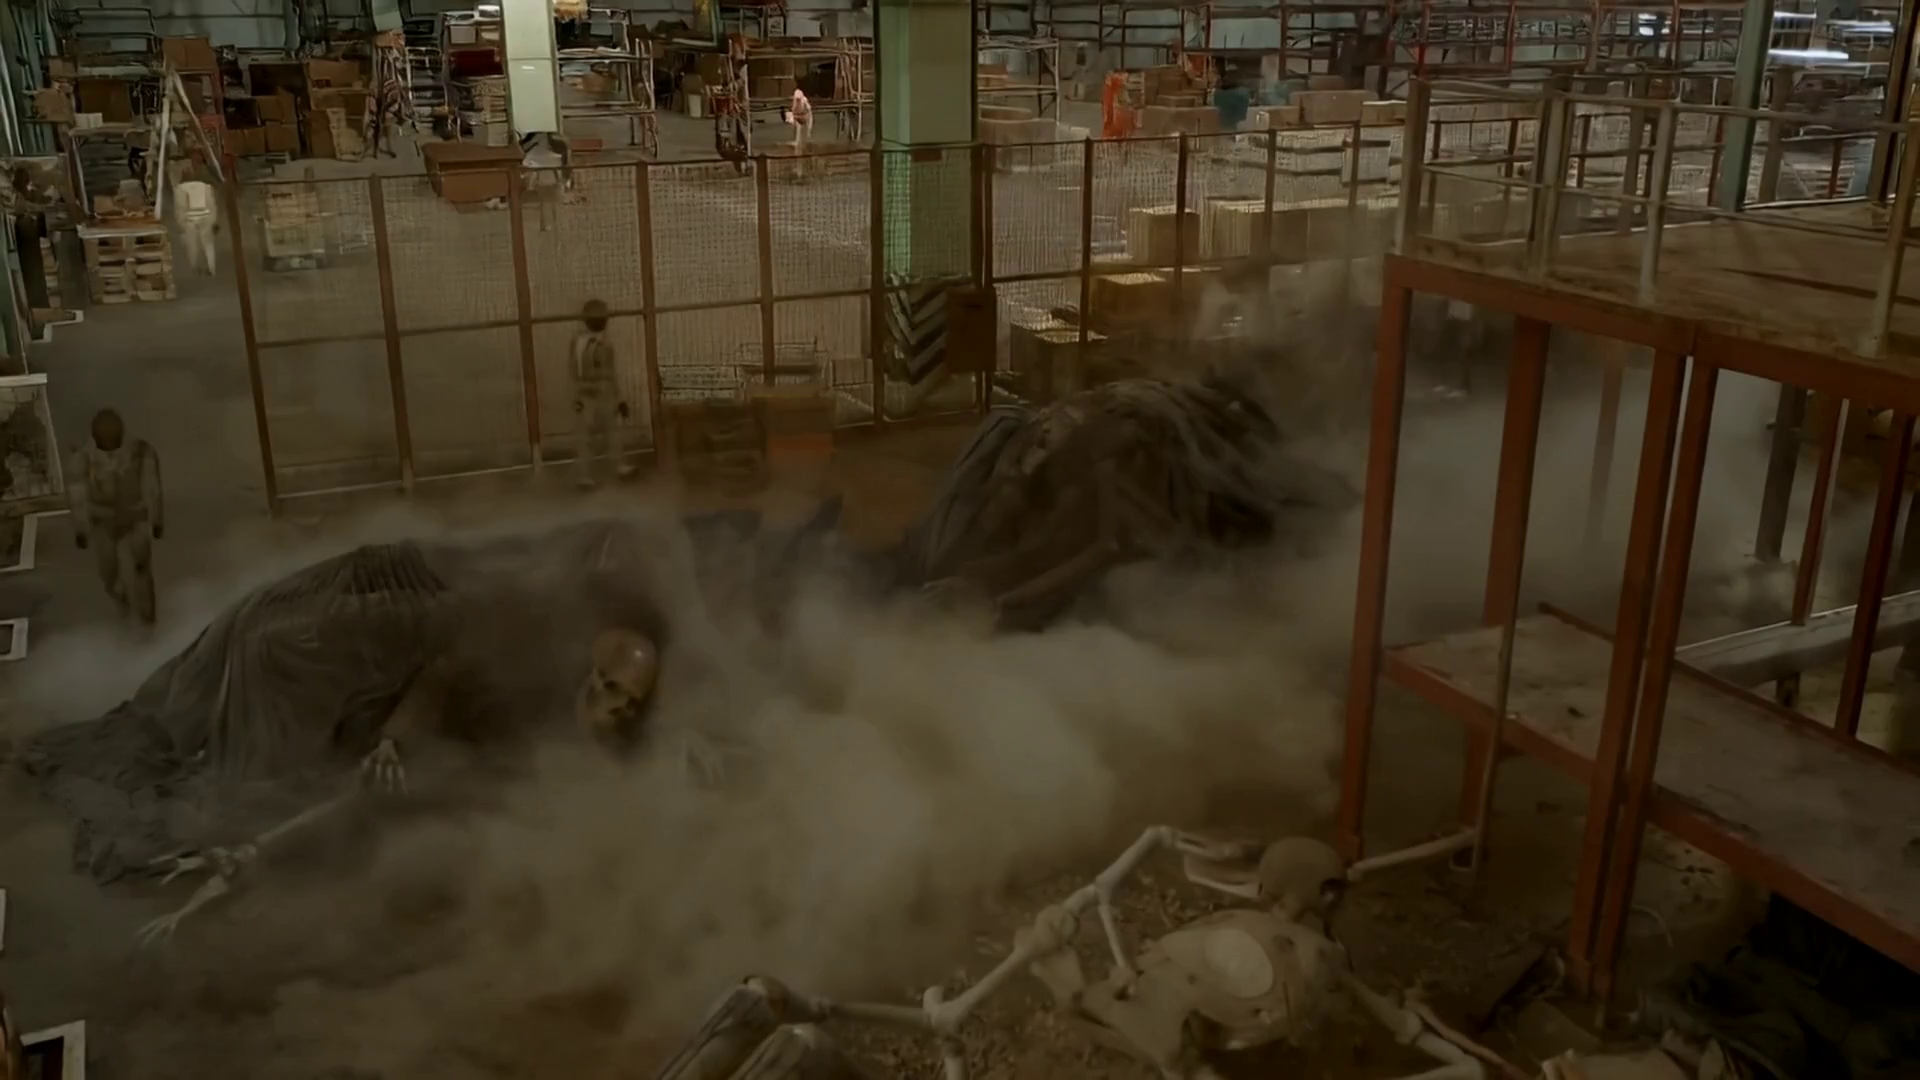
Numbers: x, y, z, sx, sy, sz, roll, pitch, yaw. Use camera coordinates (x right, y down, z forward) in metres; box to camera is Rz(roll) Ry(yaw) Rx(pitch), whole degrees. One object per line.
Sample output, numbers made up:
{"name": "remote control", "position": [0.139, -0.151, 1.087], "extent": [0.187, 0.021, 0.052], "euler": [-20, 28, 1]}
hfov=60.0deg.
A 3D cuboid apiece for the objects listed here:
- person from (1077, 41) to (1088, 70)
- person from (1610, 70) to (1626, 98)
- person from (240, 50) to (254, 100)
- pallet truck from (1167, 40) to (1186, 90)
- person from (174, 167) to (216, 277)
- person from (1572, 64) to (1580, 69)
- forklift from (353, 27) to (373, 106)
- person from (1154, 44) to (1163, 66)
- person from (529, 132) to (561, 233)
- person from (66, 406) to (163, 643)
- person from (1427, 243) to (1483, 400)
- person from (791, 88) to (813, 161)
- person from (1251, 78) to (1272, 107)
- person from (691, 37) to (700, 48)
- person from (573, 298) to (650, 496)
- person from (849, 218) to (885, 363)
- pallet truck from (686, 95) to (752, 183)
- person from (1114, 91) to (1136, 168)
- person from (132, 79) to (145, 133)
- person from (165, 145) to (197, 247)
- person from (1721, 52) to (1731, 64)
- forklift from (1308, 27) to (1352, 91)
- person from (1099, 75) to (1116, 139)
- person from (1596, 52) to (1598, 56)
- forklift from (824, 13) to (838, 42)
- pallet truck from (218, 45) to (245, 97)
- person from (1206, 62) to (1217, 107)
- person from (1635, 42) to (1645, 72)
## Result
{"name": "person", "position": [5.217, -20.367, 71.202], "extent": [0.546, 1.904, 0.930], "euler": [-9, 21, -25]}
{"name": "person", "position": [21.318, -14.350, 53.977], "extent": [0.490, 1.735, 0.558], "euler": [-17, 26, -41]}
{"name": "person", "position": [-27.573, -18.057, 64.541], "extent": [0.595, 1.866, 1.021], "euler": [2, 19, 7]}
{"name": "pallet truck", "position": [9.045, -19.971, 69.895], "extent": [0.823, 1.965, 1.885], "euler": [-3, 19, -8]}
{"name": "person", "position": [-12.669, -5.275, 27.603], "extent": [0.648, 1.790, 0.982], "euler": [-15, 24, -37]}
{"name": "person", "position": [25.266, -19.289, 68.397], "extent": [0.507, 1.677, 0.553], "euler": [-11, 22, -29]}
{"name": "forklift", "position": [-21.847, -17.438, 61.219], "extent": [1.873, 2.768, 1.129], "euler": [-16, 25, -39]}
{"name": "person", "position": [8.101, -19.434, 68.508], "extent": [1.010, 1.898, 0.633], "euler": [0, 19, -1]}
{"name": "person", "position": [-8.008, -6.908, 32.157], "extent": [0.584, 1.918, 0.408], "euler": [-7, 20, -18]}
{"name": "person", "position": [-6.447, -0.168, 12.776], "extent": [0.625, 1.814, 0.827], "euler": [-8, 21, -21]}
{"name": "person", "position": [5.863, -2.585, 19.627], "extent": [0.591, 1.904, 0.631], "euler": [-11, 22, -29]}
{"name": "person", "position": [-4.203, -11.022, 44.126], "extent": [0.583, 1.882, 0.337], "euler": [2, 19, 7]}
{"name": "person", "position": [8.461, -11.973, 46.760], "extent": [0.614, 1.962, 0.365], "euler": [-1, 19, -3]}
{"name": "person", "position": [-11.757, -21.491, 74.392], "extent": [0.632, 1.940, 0.372], "euler": [17, 25, 40]}
{"name": "person", "position": [-3.418, -1.403, 16.203], "extent": [0.921, 1.908, 0.617], "euler": [-10, 21, -26]}
{"name": "person", "position": [-1.087, -3.242, 21.590], "extent": [0.982, 1.870, 0.603], "euler": [-11, 22, -29]}
{"name": "pallet truck", "position": [-5.836, -9.608, 39.856], "extent": [0.823, 1.965, 1.885], "euler": [10, 22, 27]}
{"name": "person", "position": [4.217, -10.454, 42.418], "extent": [0.585, 1.922, 0.457], "euler": [0, 19, -1]}
{"name": "person", "position": [-25.369, -13.403, 51.410], "extent": [0.516, 1.633, 0.313], "euler": [5, 20, 14]}
{"name": "person", "position": [-14.265, -6.334, 30.605], "extent": [0.525, 1.843, 0.775], "euler": [-9, 21, -23]}
{"name": "person", "position": [31.363, -19.185, 68.194], "extent": [0.506, 1.621, 0.369], "euler": [-6, 20, -16]}
{"name": "forklift", "position": [13.905, -17.459, 61.282], "extent": [1.873, 2.768, 1.129], "euler": [-9, 21, -25]}
{"name": "person", "position": [4.425, -12.933, 49.709], "extent": [0.543, 1.860, 0.331], "euler": [14, 24, 36]}
{"name": "person", "position": [27.804, -20.887, 73.053], "extent": [0.548, 1.657, 0.789], "euler": [-10, 21, -26]}
{"name": "forklift", "position": [-6.171, -23.915, 79.995], "extent": [1.873, 2.768, 1.129], "euler": [-9, 21, -25]}
{"name": "pallet truck", "position": [-28.879, -18.665, 66.111], "extent": [0.823, 1.965, 1.885], "euler": [-3, 19, -9]}
{"name": "person", "position": [9.046, -16.302, 59.716], "extent": [0.318, 1.697, 0.535], "euler": [16, 25, 39]}
{"name": "person", "position": [28.129, -19.678, 68.978], "extent": [0.374, 2.043, 0.612], "euler": [9, 21, 23]}
